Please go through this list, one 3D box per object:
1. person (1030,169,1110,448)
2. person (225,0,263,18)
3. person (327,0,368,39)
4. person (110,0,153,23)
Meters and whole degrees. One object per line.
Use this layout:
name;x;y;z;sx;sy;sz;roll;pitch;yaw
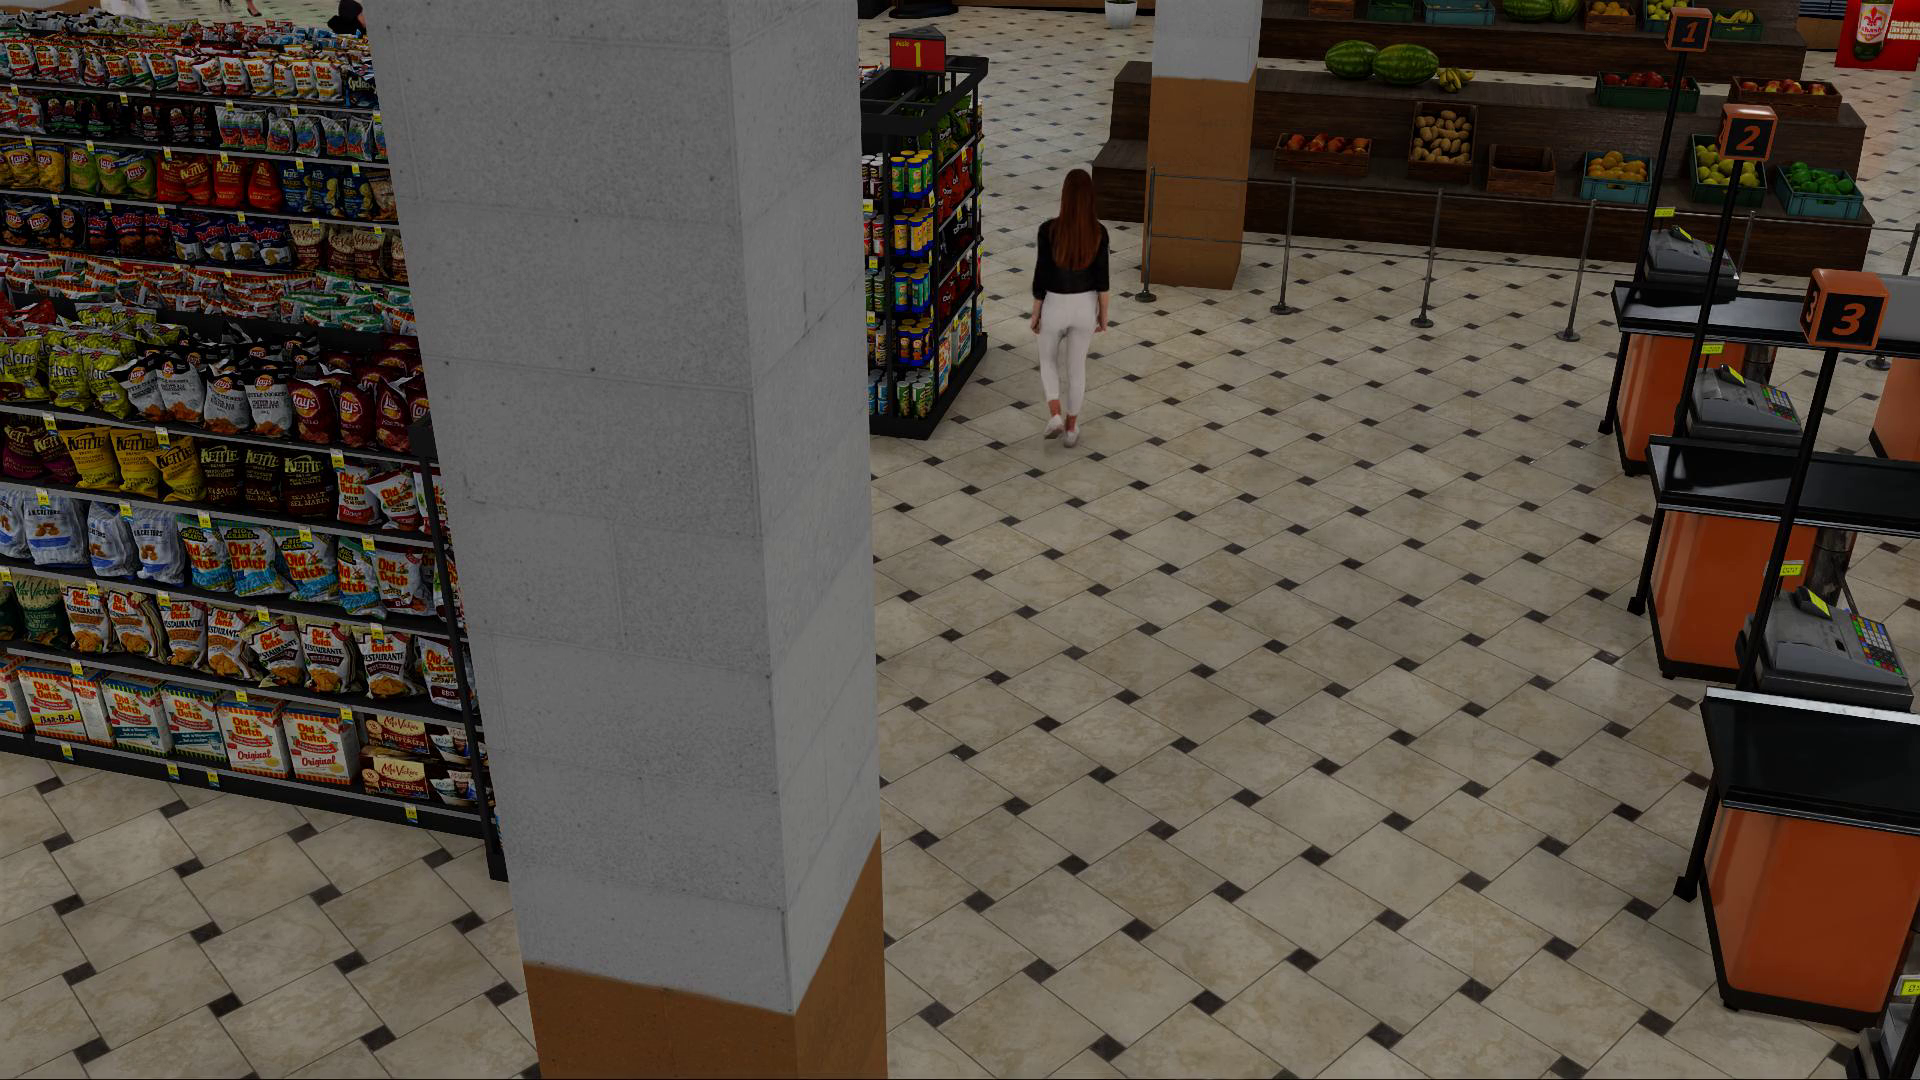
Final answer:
person;0.635;-1.304;9.738;0.687;1.689;0.751;0;29;1
person;-9.288;-7.538;21.194;1.036;1.654;0.747;14;32;24
person;-5.148;-3.819;14.359;0.841;1.675;0.798;-11;30;-19
person;-9.550;-6.251;18.846;0.958;1.644;0.712;14;32;24
